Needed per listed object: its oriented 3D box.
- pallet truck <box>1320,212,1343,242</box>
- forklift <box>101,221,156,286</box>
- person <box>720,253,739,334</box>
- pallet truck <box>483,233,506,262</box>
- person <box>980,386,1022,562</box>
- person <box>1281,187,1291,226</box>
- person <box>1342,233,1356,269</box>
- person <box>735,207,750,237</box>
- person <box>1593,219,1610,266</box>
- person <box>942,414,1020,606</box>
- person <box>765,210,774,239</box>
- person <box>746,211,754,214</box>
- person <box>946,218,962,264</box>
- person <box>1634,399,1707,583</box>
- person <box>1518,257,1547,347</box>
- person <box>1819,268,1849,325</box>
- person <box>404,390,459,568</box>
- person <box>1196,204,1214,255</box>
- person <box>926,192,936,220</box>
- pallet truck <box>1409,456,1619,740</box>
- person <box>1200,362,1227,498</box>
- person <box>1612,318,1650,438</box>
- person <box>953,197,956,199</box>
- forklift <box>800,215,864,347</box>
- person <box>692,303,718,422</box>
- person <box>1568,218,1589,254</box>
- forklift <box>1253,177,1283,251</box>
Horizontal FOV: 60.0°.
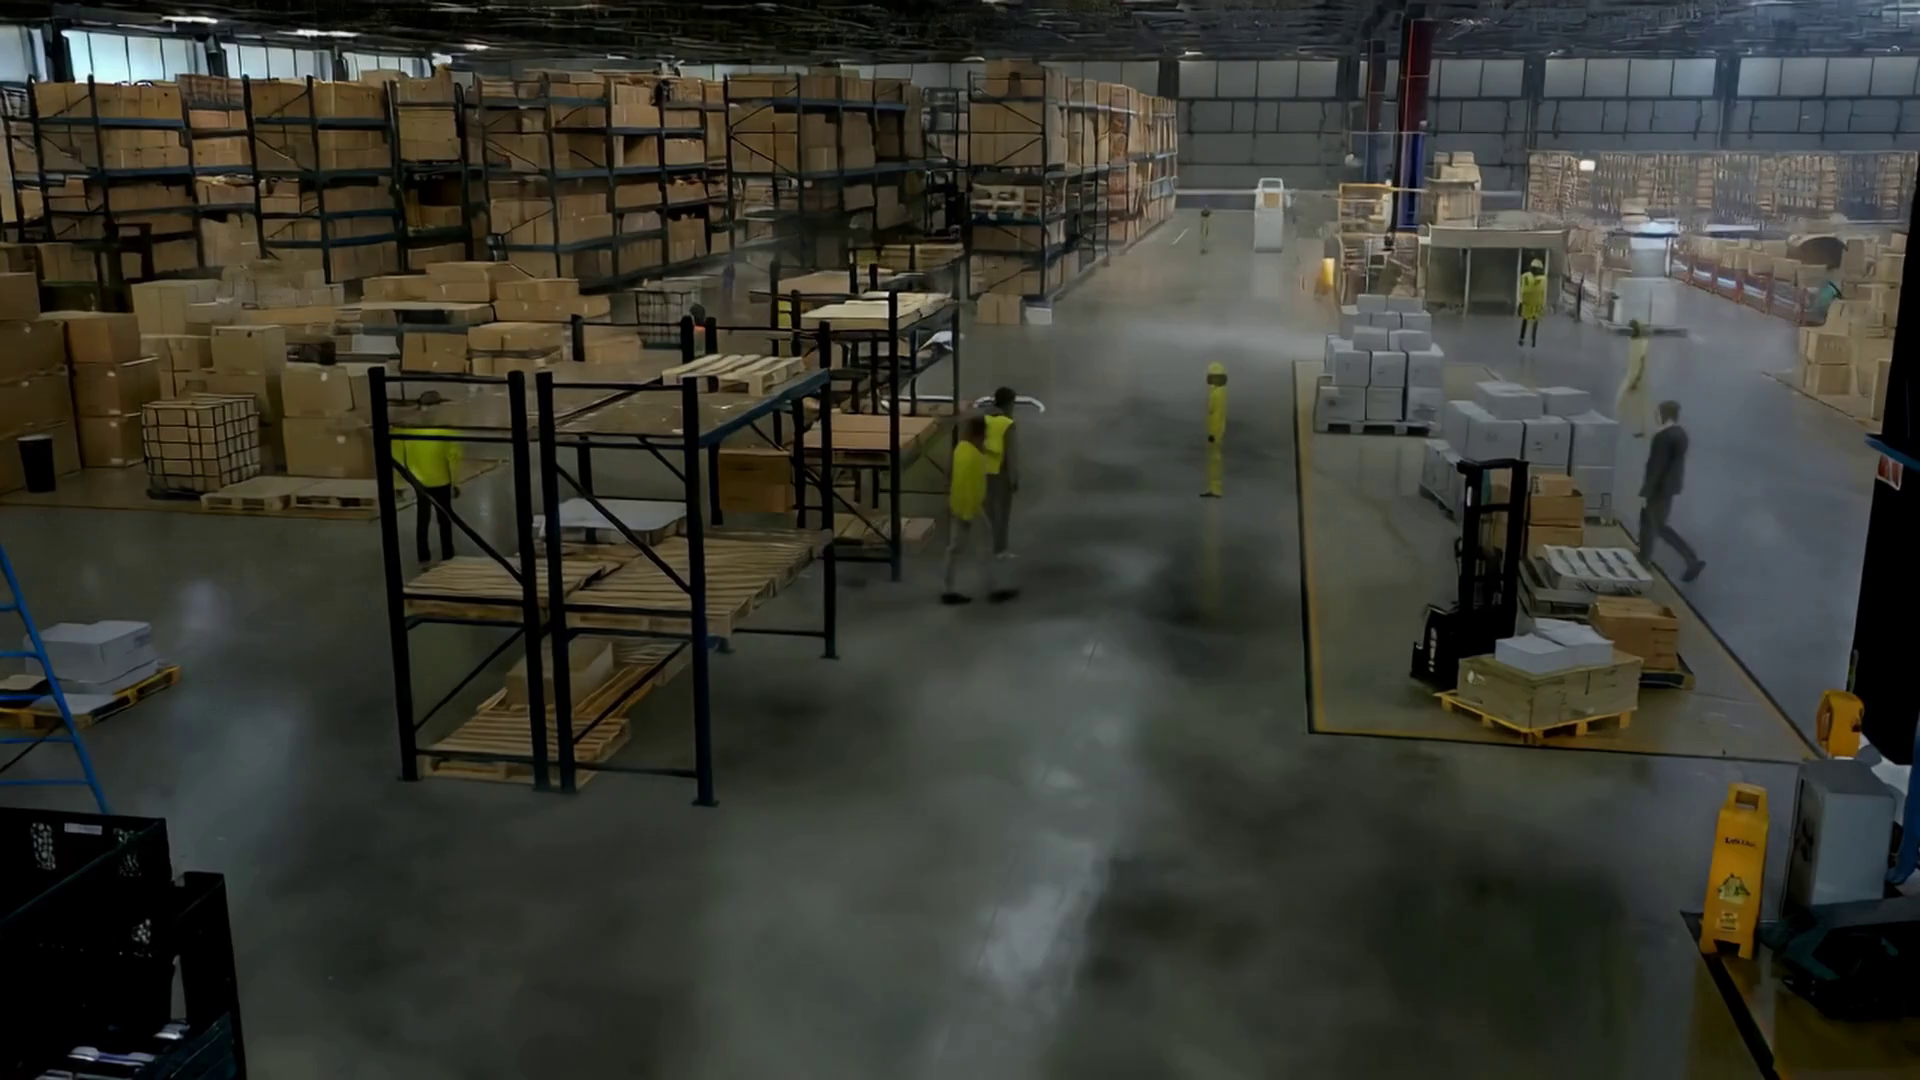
[{"bbox_3d":[15.874,-13.227,70.310,0.680,1.201,1.601,10,17,35],"label":"pallet truck"},{"bbox_3d":[-16.772,-5.071,33.793,1.129,2.768,1.873,3,14,10],"label":"forklift"},{"bbox_3d":[-5.332,-5.650,38.255,0.455,1.855,0.553,9,16,31],"label":"person"},{"bbox_3d":[-11.832,-7.026,43.548,1.885,1.965,0.823,8,16,28],"label":"pallet truck"},{"bbox_3d":[0.420,-0.719,18.107,0.371,1.915,0.597,-8,16,-31],"label":"person"},{"bbox_3d":[15.951,-16.410,81.745,0.611,1.955,0.992,-5,15,-19],"label":"person"},{"bbox_3d":[13.003,-9.874,55.407,1.013,1.848,0.672,7,15,25],"label":"person"},{"bbox_3d":[-8.057,-11.304,61.138,0.854,1.895,0.588,11,17,37],"label":"person"},{"bbox_3d":[22.179,-10.273,57.492,0.544,1.621,0.959,6,15,22],"label":"person"},{"bbox_3d":[0.211,-0.291,16.389,0.899,1.902,0.659,-4,14,-14],"label":"person"},{"bbox_3d":[-7.397,-12.070,64.868,0.894,1.590,0.518,3,14,12],"label":"person"},{"bbox_3d":[-9.552,-14.717,75.014,0.572,1.882,1.004,0,14,1],"label":"person"},{"bbox_3d":[-0.198,-10.336,57.708,0.547,1.643,0.914,-4,14,-14],"label":"person"},{"bbox_3d":[7.382,-0.511,17.292,0.907,1.909,0.632,12,19,41],"label":"person"},{"bbox_3d":[12.393,-5.141,36.018,0.546,1.938,0.361,3,14,14],"label":"person"},{"bbox_3d":[17.227,-4.422,32.885,0.692,2.000,1.008,-13,19,-43],"label":"person"},{"bbox_3d":[-5.637,-0.644,17.813,0.584,1.918,0.408,3,14,11],"label":"person"},{"bbox_3d":[9.197,-11.688,62.695,0.653,1.885,1.032,7,15,26],"label":"person"},{"bbox_3d":[-1.566,-17.656,87.246,0.576,1.743,0.504,0,14,2],"label":"person"},{"bbox_3d":[4.504,0.400,13.395,0.823,1.965,1.885,-6,15,-23],"label":"pallet truck"},{"bbox_3d":[3.243,-1.403,21.245,0.300,1.743,0.484,4,14,16],"label":"person"},{"bbox_3d":[10.189,-2.448,25.302,0.863,1.839,0.537,-5,15,-20],"label":"person"},{"bbox_3d":[-0.100,-18.133,89.084,0.616,1.782,0.922,2,14,10],"label":"person"},{"bbox_3d":[-2.864,-5.669,36.220,1.129,2.768,1.873,3,14,10],"label":"forklift"},{"bbox_3d":[-4.077,-2.747,26.239,0.367,1.966,0.607,13,19,41],"label":"person"},{"bbox_3d":[20.321,-9.656,54.595,0.626,1.810,0.639,3,14,13],"label":"person"},{"bbox_3d":[12.083,-12.747,64.956,1.129,2.768,1.873,3,14,10],"label":"forklift"}]
